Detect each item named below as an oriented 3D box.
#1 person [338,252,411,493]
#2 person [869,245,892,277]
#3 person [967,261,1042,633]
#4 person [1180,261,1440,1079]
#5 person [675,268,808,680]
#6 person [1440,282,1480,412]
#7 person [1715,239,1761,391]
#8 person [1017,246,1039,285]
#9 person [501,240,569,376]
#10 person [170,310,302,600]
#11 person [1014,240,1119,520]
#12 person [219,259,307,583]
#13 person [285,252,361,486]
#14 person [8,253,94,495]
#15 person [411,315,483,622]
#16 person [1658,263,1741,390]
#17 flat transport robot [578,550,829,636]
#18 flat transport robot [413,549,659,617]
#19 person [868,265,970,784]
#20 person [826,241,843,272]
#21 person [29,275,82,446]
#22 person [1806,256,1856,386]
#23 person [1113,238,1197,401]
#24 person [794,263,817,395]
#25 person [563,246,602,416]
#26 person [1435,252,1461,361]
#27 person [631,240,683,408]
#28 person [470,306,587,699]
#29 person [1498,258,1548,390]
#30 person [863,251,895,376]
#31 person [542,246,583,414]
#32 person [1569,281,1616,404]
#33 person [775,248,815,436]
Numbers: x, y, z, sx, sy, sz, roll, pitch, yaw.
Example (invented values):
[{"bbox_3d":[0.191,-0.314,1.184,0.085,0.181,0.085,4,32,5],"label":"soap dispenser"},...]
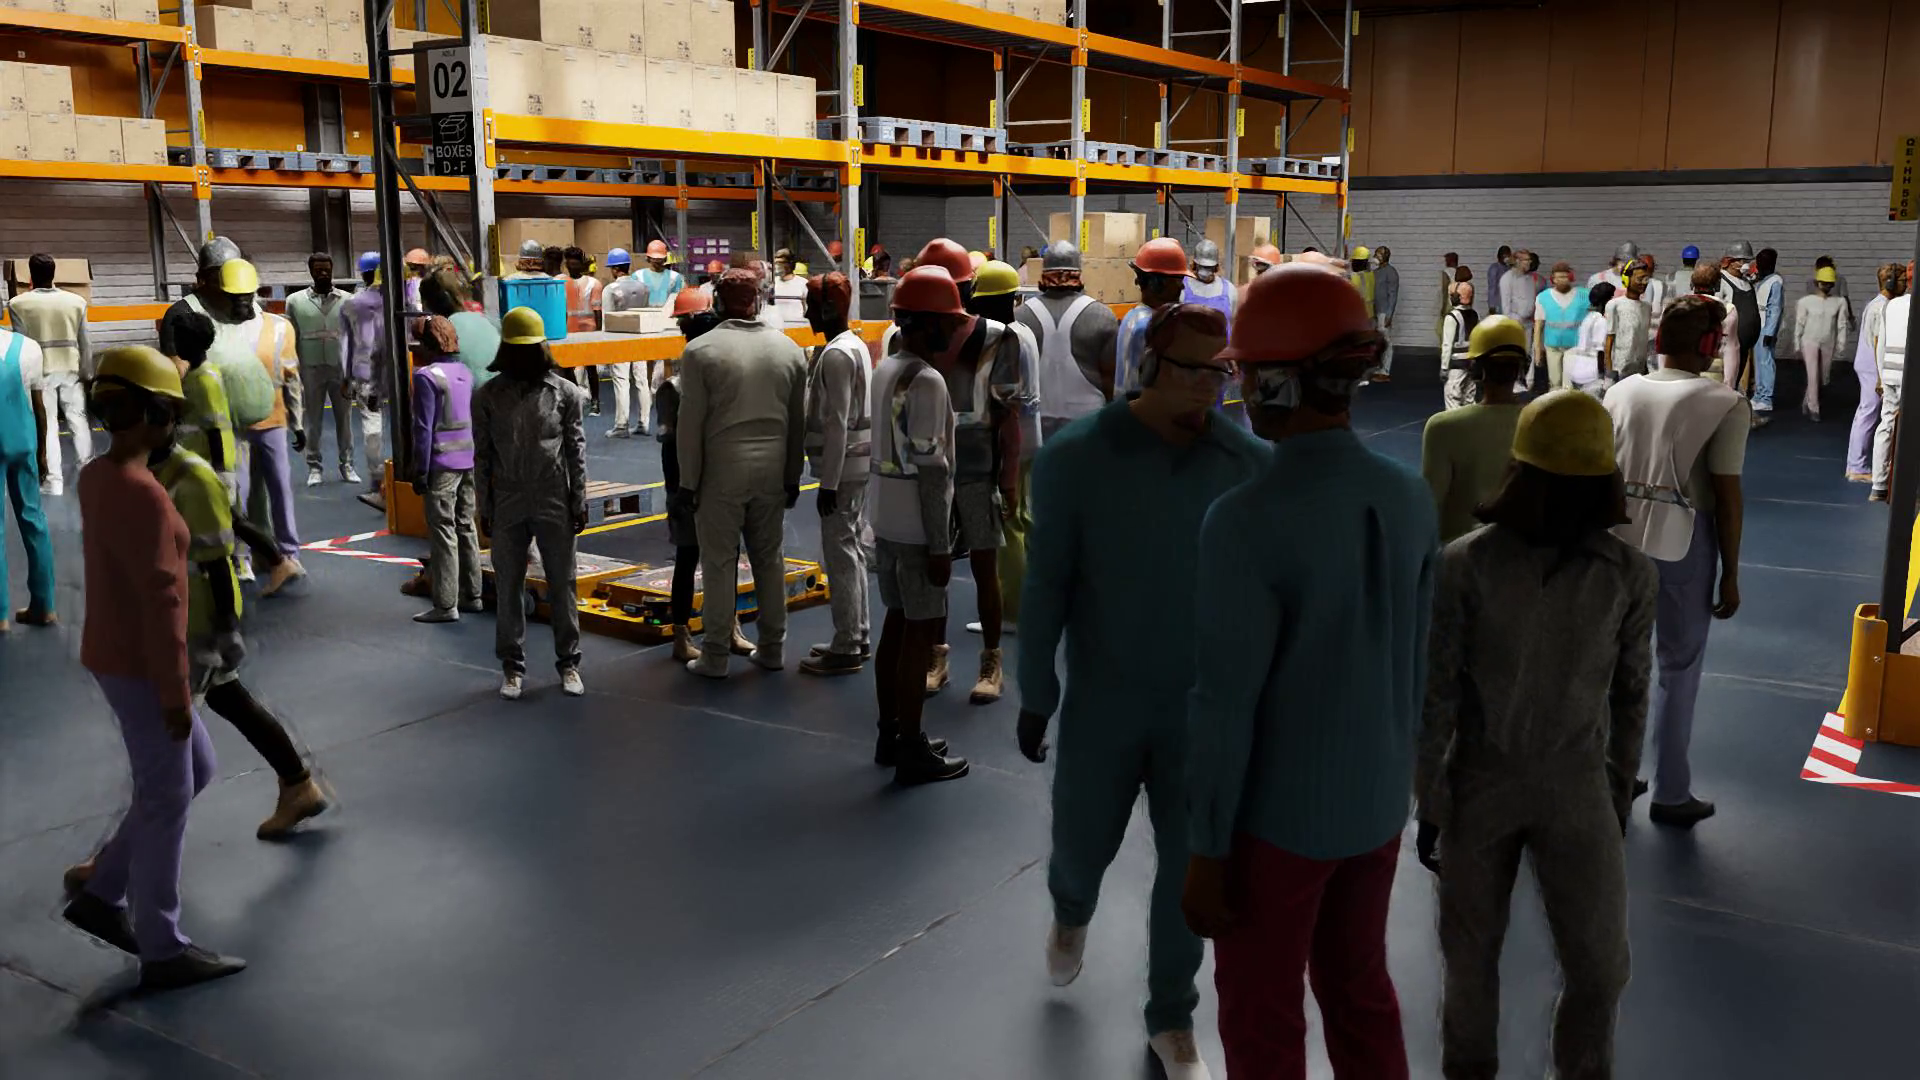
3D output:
[{"bbox_3d":[-4.626,-1.330,13.361,0.687,1.925,0.483,-2,10,-9],"label":"person"},{"bbox_3d":[-1.431,-4.221,29.303,0.360,1.939,0.543,-7,13,-36],"label":"person"},{"bbox_3d":[0.219,-0.471,8.590,0.394,1.918,0.585,2,10,11],"label":"person"},{"bbox_3d":[0.626,0.488,3.089,0.618,1.984,0.399,-9,13,-39],"label":"person"},{"bbox_3d":[-1.024,-0.306,7.745,0.653,1.896,0.400,-8,13,-36],"label":"person"},{"bbox_3d":[4.725,-1.617,15.733,0.526,1.631,0.316,-9,14,-41],"label":"person"},{"bbox_3d":[7.837,-2.032,16.887,0.681,2.000,0.535,-7,12,-34],"label":"person"},{"bbox_3d":[0.935,-3.008,22.578,0.367,1.940,0.634,-2,11,-14],"label":"person"},{"bbox_3d":[-4.135,-1.894,16.123,0.681,2.000,0.535,-2,11,-13],"label":"person"},{"bbox_3d":[-4.122,-0.440,9.146,0.870,1.652,0.528,-5,11,-24],"label":"person"},{"bbox_3d":[0.598,-0.741,9.738,0.685,2.000,0.537,2,10,11],"label":"person"},{"bbox_3d":[-4.203,-0.701,9.873,0.596,1.912,0.398,-7,12,-34],"label":"person"},{"bbox_3d":[-5.264,-1.418,13.821,0.592,1.921,0.389,-5,12,-28],"label":"person"},{"bbox_3d":[-7.226,-1.318,13.275,0.375,1.917,0.592,8,13,39],"label":"person"},{"bbox_3d":[-2.740,-0.382,8.893,0.313,1.631,0.525,2,10,12],"label":"person"},{"bbox_3d":[5.753,-1.220,12.941,0.429,1.842,0.635,-8,13,-37],"label":"person"},{"bbox_3d":[-1.313,0.267,9.057,0.652,0.197,1.431,8,13,37],"label":"flat transport robot"},{"bbox_3d":[-2.380,0.212,9.361,1.431,0.197,0.652,8,13,37],"label":"flat transport robot"},{"bbox_3d":[-0.146,-0.055,6.248,0.388,1.930,0.544,-4,11,-21],"label":"person"},{"bbox_3d":[-1.947,-3.686,26.172,0.432,2.007,0.720,0,10,2],"label":"person"},{"bbox_3d":[-8.916,-1.774,16.306,0.576,1.737,0.354,-4,11,-23],"label":"person"},{"bbox_3d":[12.176,-3.081,23.336,0.637,1.813,0.943,4,11,19],"label":"person"},{"bbox_3d":[0.982,-0.514,8.512,0.416,2.035,0.609,0,10,1],"label":"person"},{"bbox_3d":[-2.021,-2.694,21.427,0.354,1.734,0.483,4,11,23],"label":"person"},{"bbox_3d":[-4.393,-2.390,19.120,0.602,1.957,0.385,1,10,6],"label":"person"},{"bbox_3d":[8.140,-3.844,27.533,0.639,1.824,0.630,-8,13,-38],"label":"person"},{"bbox_3d":[-3.628,-2.585,20.019,0.616,2.028,0.446,-2,10,-11],"label":"person"},{"bbox_3d":[-1.889,-0.156,7.340,0.485,1.737,0.320,-2,10,-13],"label":"person"},{"bbox_3d":[7.626,-2.952,22.580,0.622,1.835,0.431,4,11,19],"label":"person"},{"bbox_3d":[-0.798,-2.098,17.640,0.598,1.908,0.410,-9,14,-41],"label":"person"},{"bbox_3d":[-4.528,-2.319,18.781,0.384,1.954,0.699,2,10,10],"label":"person"},{"bbox_3d":[5.488,-1.391,14.373,0.392,1.668,0.620,1,10,7],"label":"person"},{"bbox_3d":[-1.728,-1.953,16.732,0.629,1.940,0.379,4,11,23],"label":"person"}]
